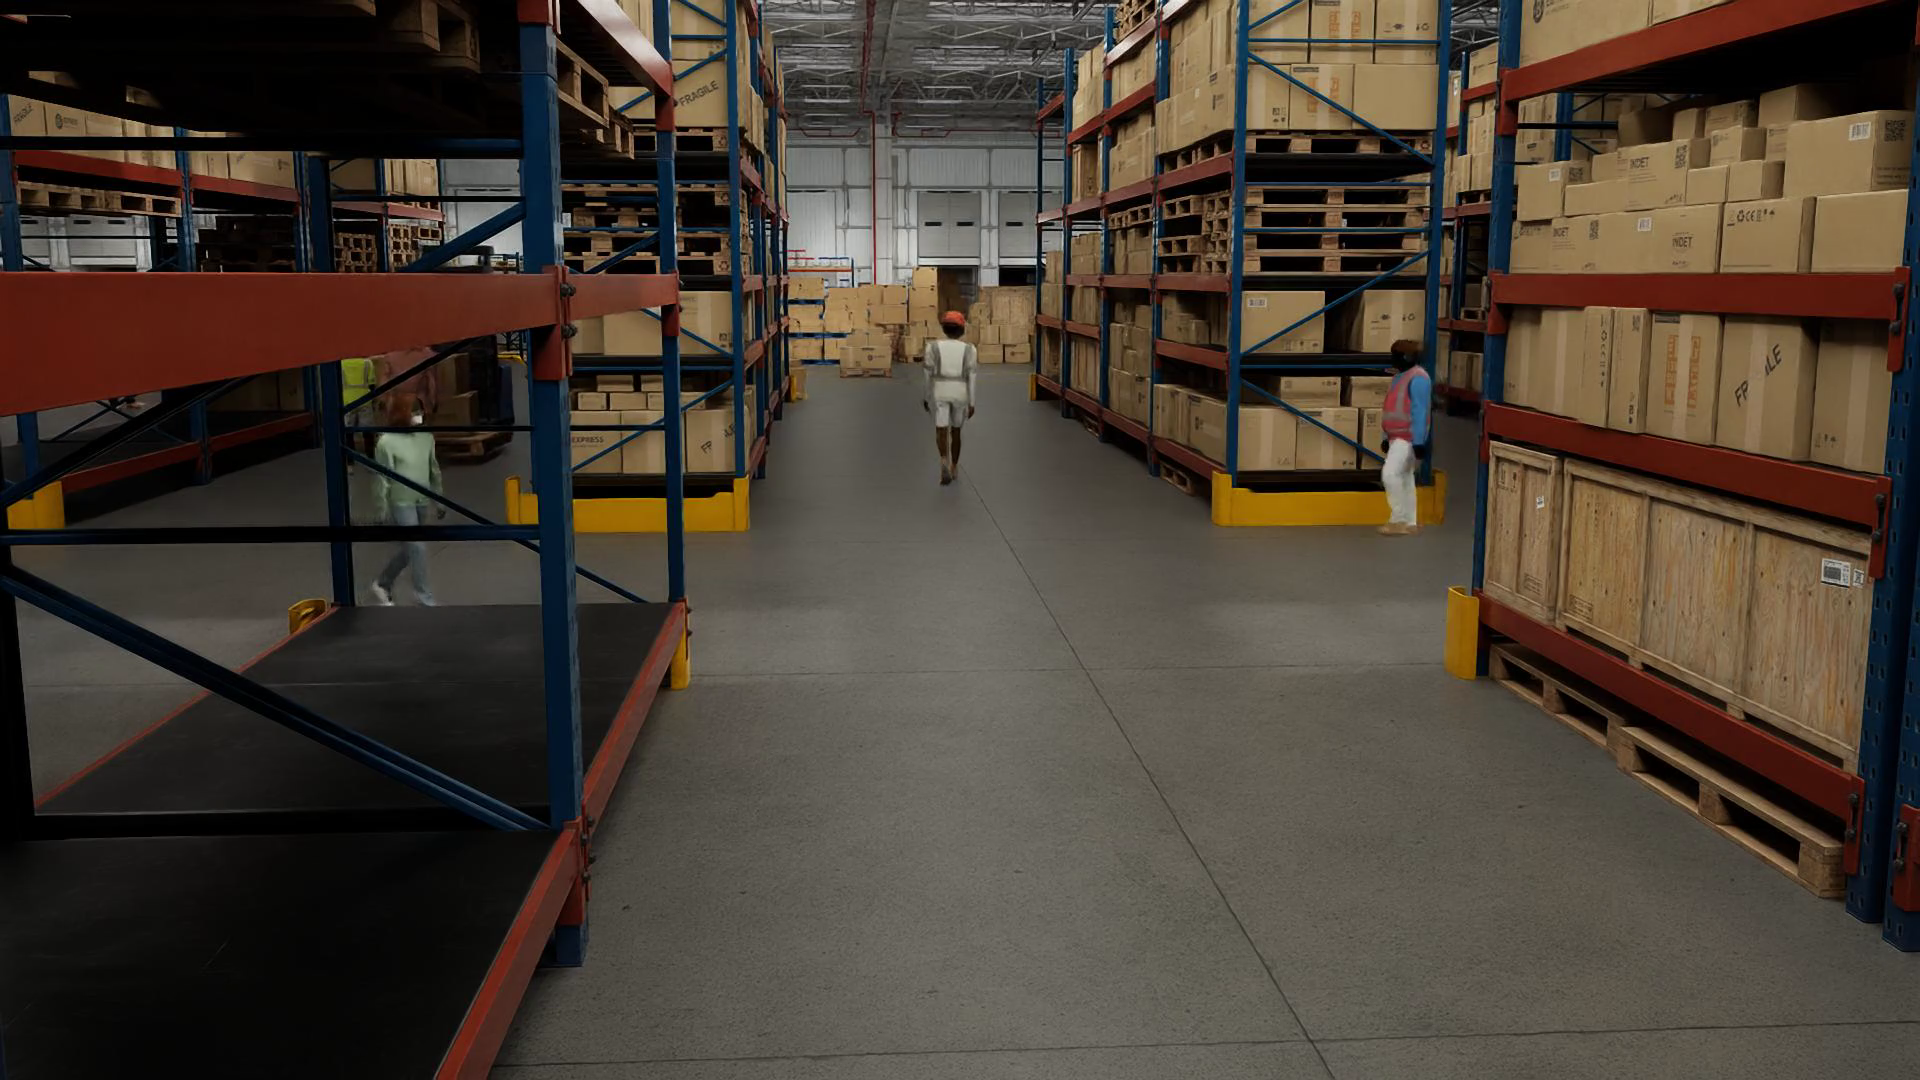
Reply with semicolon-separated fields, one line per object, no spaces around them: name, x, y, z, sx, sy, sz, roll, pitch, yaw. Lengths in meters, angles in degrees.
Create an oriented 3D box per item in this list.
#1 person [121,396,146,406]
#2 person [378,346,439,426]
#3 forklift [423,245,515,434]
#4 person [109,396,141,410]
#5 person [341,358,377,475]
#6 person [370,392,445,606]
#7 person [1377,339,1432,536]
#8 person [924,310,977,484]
person;-15.214;-3.381;30.582;0.388;1.852;0.548;2;9;14
person;-6.617;-1.694;20.005;0.643;1.858;1.008;2;9;10
forklift;-7.160;-2.840;23.966;1.129;2.768;1.873;-1;9;-4
person;-14.961;-3.336;29.707;0.537;2.000;0.675;5;10;27
person;-7.292;-1.626;20.035;0.530;1.699;0.321;-6;11;-32
person;-3.906;-0.245;11.667;0.772;1.610;0.516;4;10;25
person;4.007;-0.929;15.276;0.584;1.821;0.653;0;9;-3
person;-0.105;-1.657;19.291;0.620;2.012;0.964;-1;9;-3
